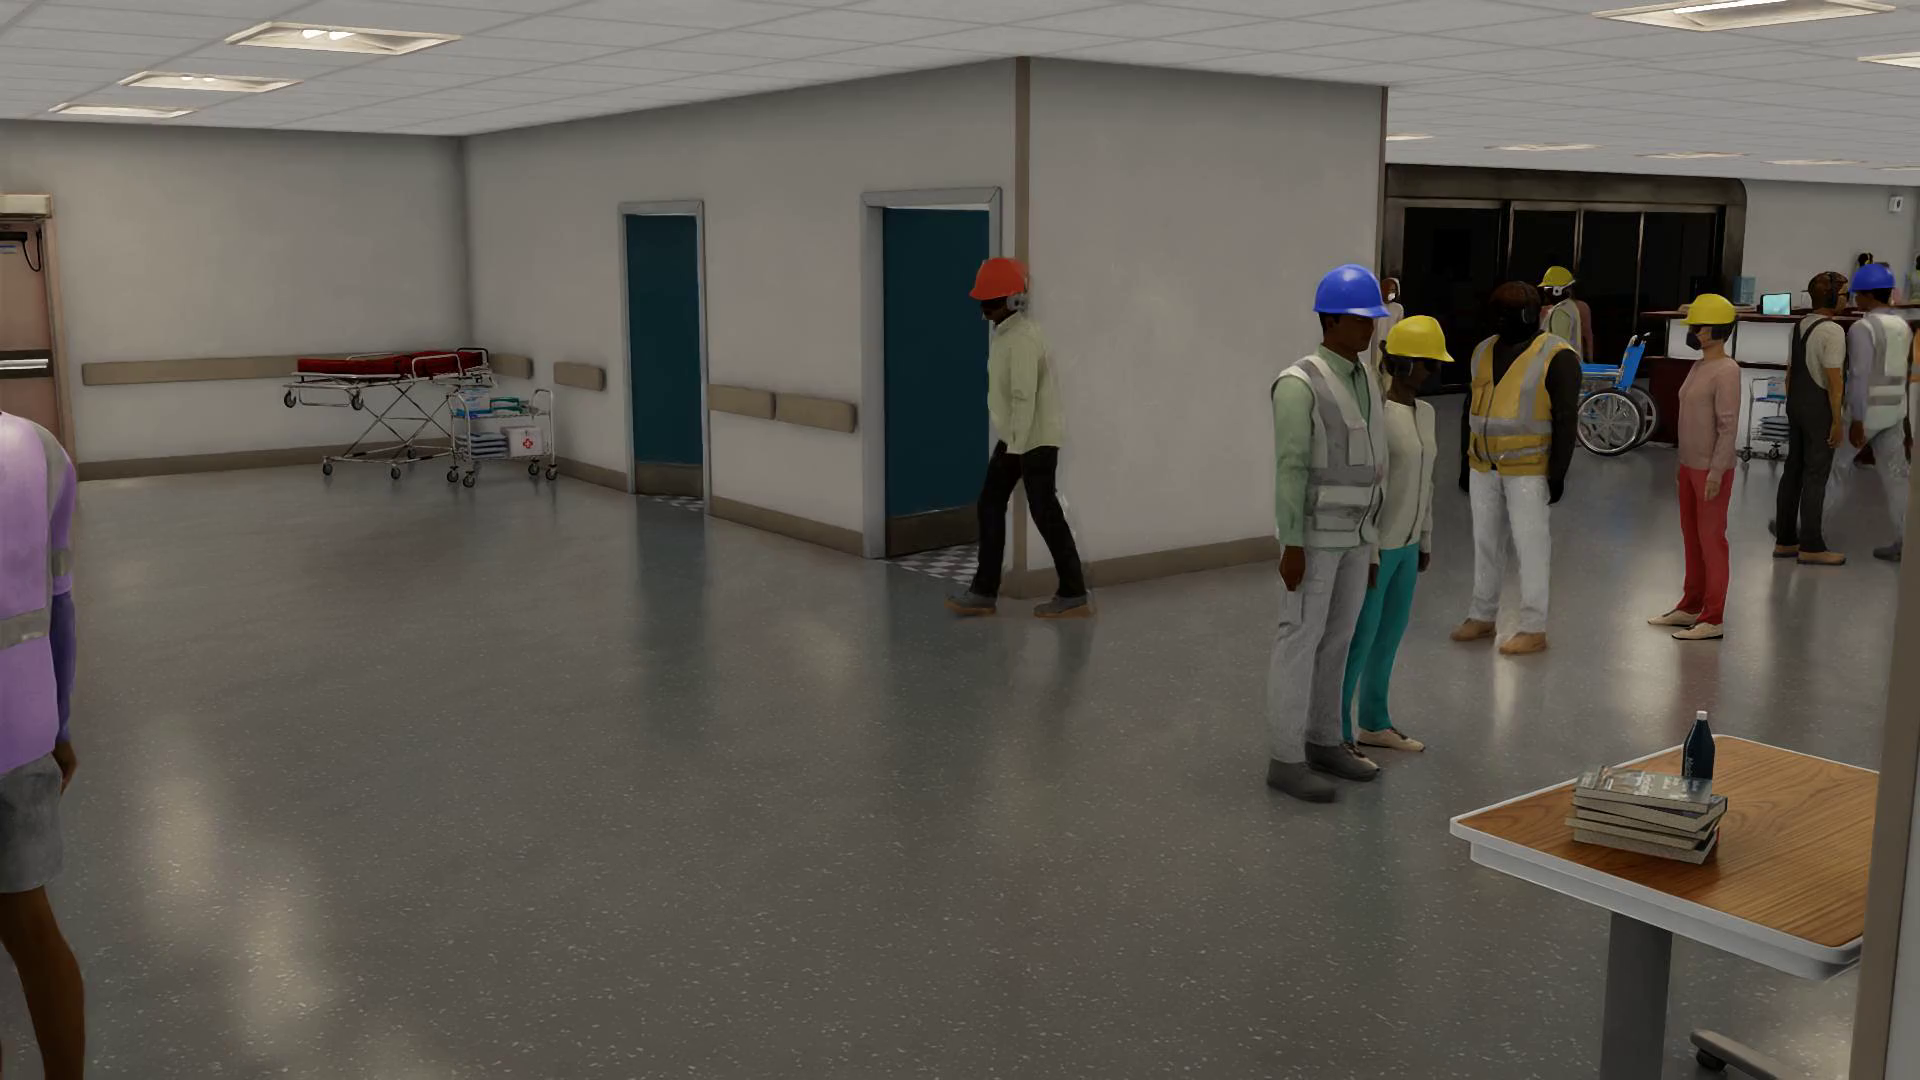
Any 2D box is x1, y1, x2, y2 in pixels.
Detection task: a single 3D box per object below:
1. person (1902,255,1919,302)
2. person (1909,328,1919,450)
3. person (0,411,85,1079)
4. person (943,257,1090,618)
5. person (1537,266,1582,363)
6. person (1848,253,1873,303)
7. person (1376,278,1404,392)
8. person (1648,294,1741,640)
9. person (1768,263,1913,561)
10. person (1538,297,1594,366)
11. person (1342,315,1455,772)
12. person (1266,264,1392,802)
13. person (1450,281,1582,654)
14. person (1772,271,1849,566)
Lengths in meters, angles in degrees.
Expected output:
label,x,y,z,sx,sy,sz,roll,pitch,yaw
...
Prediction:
label,x,y,z,sx,sy,sz,roll,pitch,yaw
person,15.514,-3.690,26.910,0.627,1.846,0.429,0,10,-2
person,5.708,-0.632,9.504,0.352,1.942,0.545,-7,12,-36
person,-2.068,0.415,3.414,0.407,2.029,0.612,1,10,8
person,0.296,-0.520,8.856,0.916,1.936,0.639,-3,11,-16
person,5.211,-1.474,14.564,0.403,1.824,0.595,5,11,24
person,15.420,-3.991,28.559,0.324,1.862,0.524,-2,10,-10
person,4.852,-2.176,19.050,0.504,1.627,0.286,-3,11,-17
person,3.801,-0.372,8.536,0.315,1.769,0.525,1,10,3
person,5.837,-0.828,10.742,0.643,1.889,1.012,-6,12,-30
person,6.293,-1.921,17.321,0.540,1.726,0.541,9,14,42
person,1.677,0.016,6.417,0.385,1.755,0.535,9,14,42
person,1.366,-0.029,6.109,0.404,1.945,0.615,10,14,43
person,2.748,-0.364,8.299,0.429,1.841,0.634,-6,12,-32
person,5.414,-0.767,10.522,0.346,1.846,0.505,-1,10,-6
